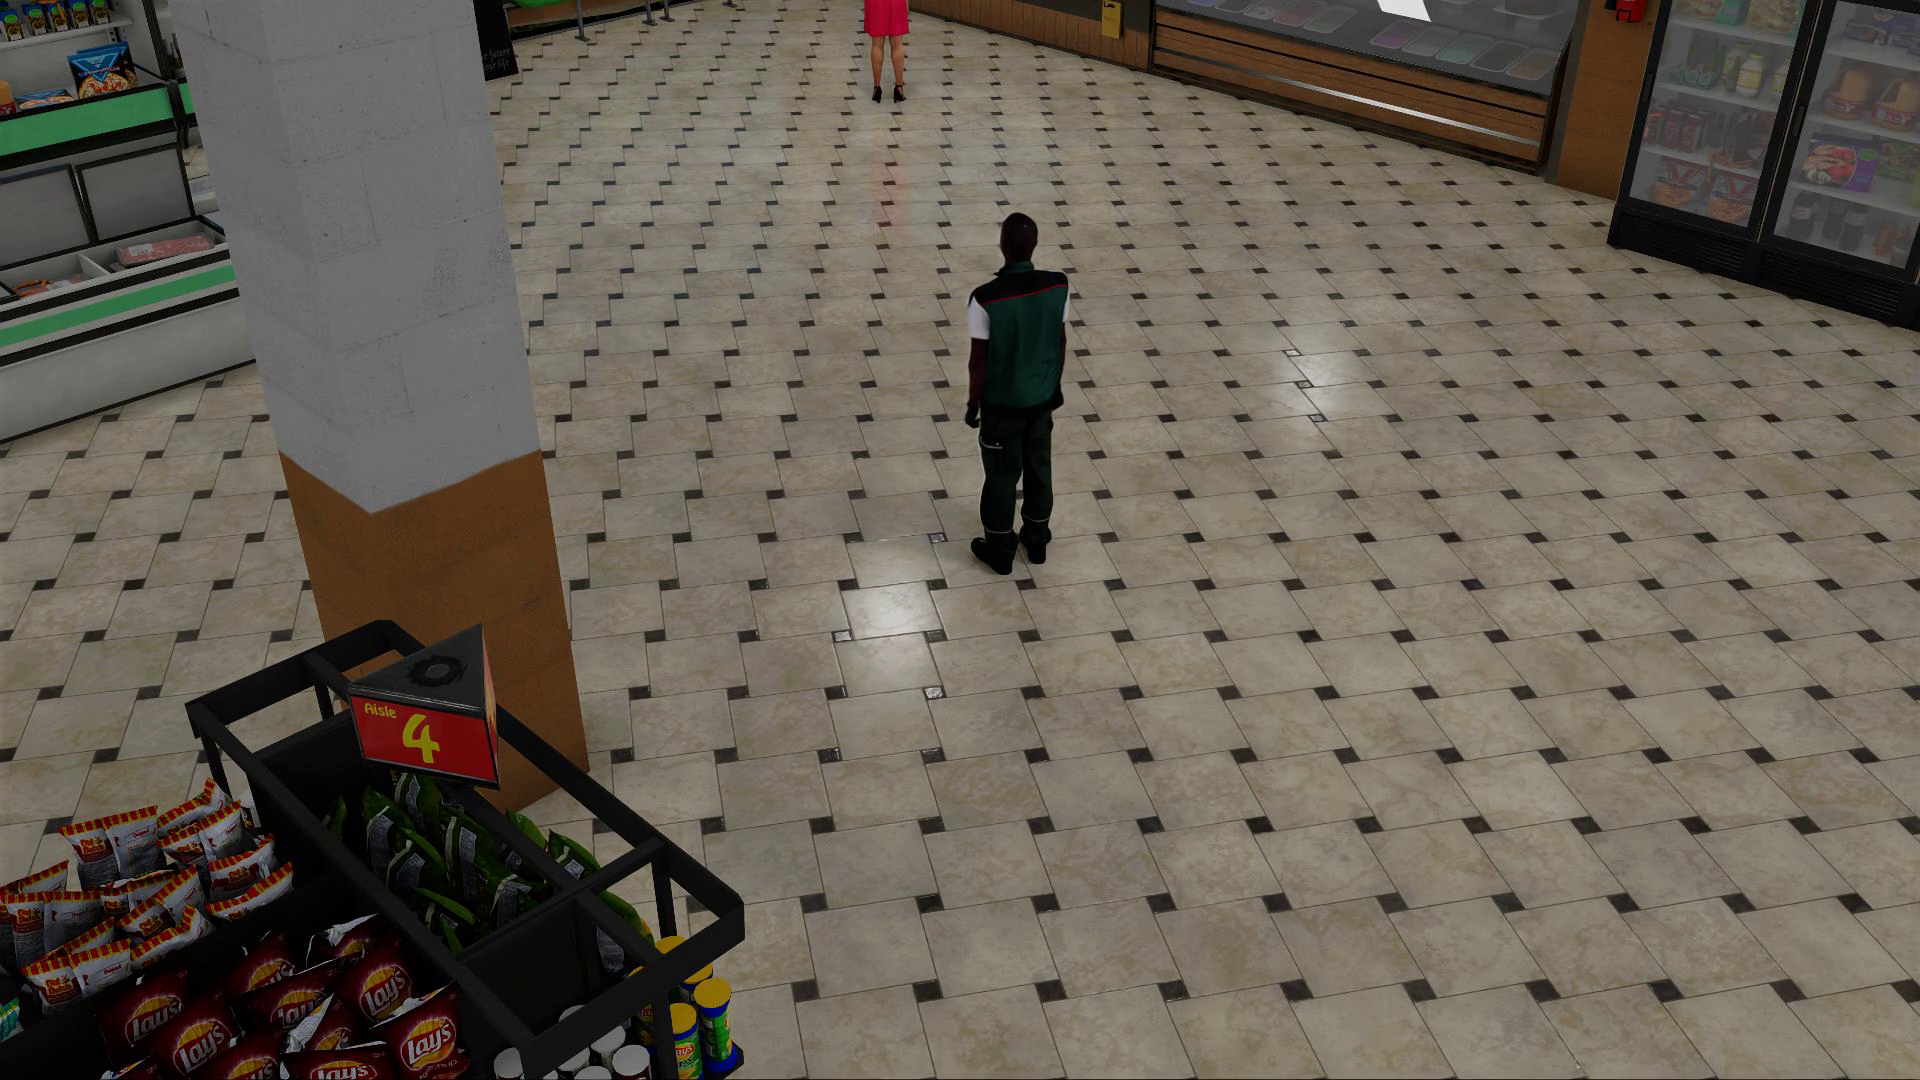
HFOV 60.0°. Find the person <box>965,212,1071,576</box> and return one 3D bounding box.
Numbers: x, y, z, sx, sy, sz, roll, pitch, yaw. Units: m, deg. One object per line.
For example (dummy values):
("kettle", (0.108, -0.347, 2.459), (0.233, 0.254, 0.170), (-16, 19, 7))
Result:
("person", (0.274, -0.679, 7.938), (0.663, 1.840, 0.817), (-15, 35, -22))

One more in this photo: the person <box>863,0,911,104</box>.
("person", (-0.654, -4.694, 14.497), (0.665, 1.728, 0.716), (2, 32, 3))
